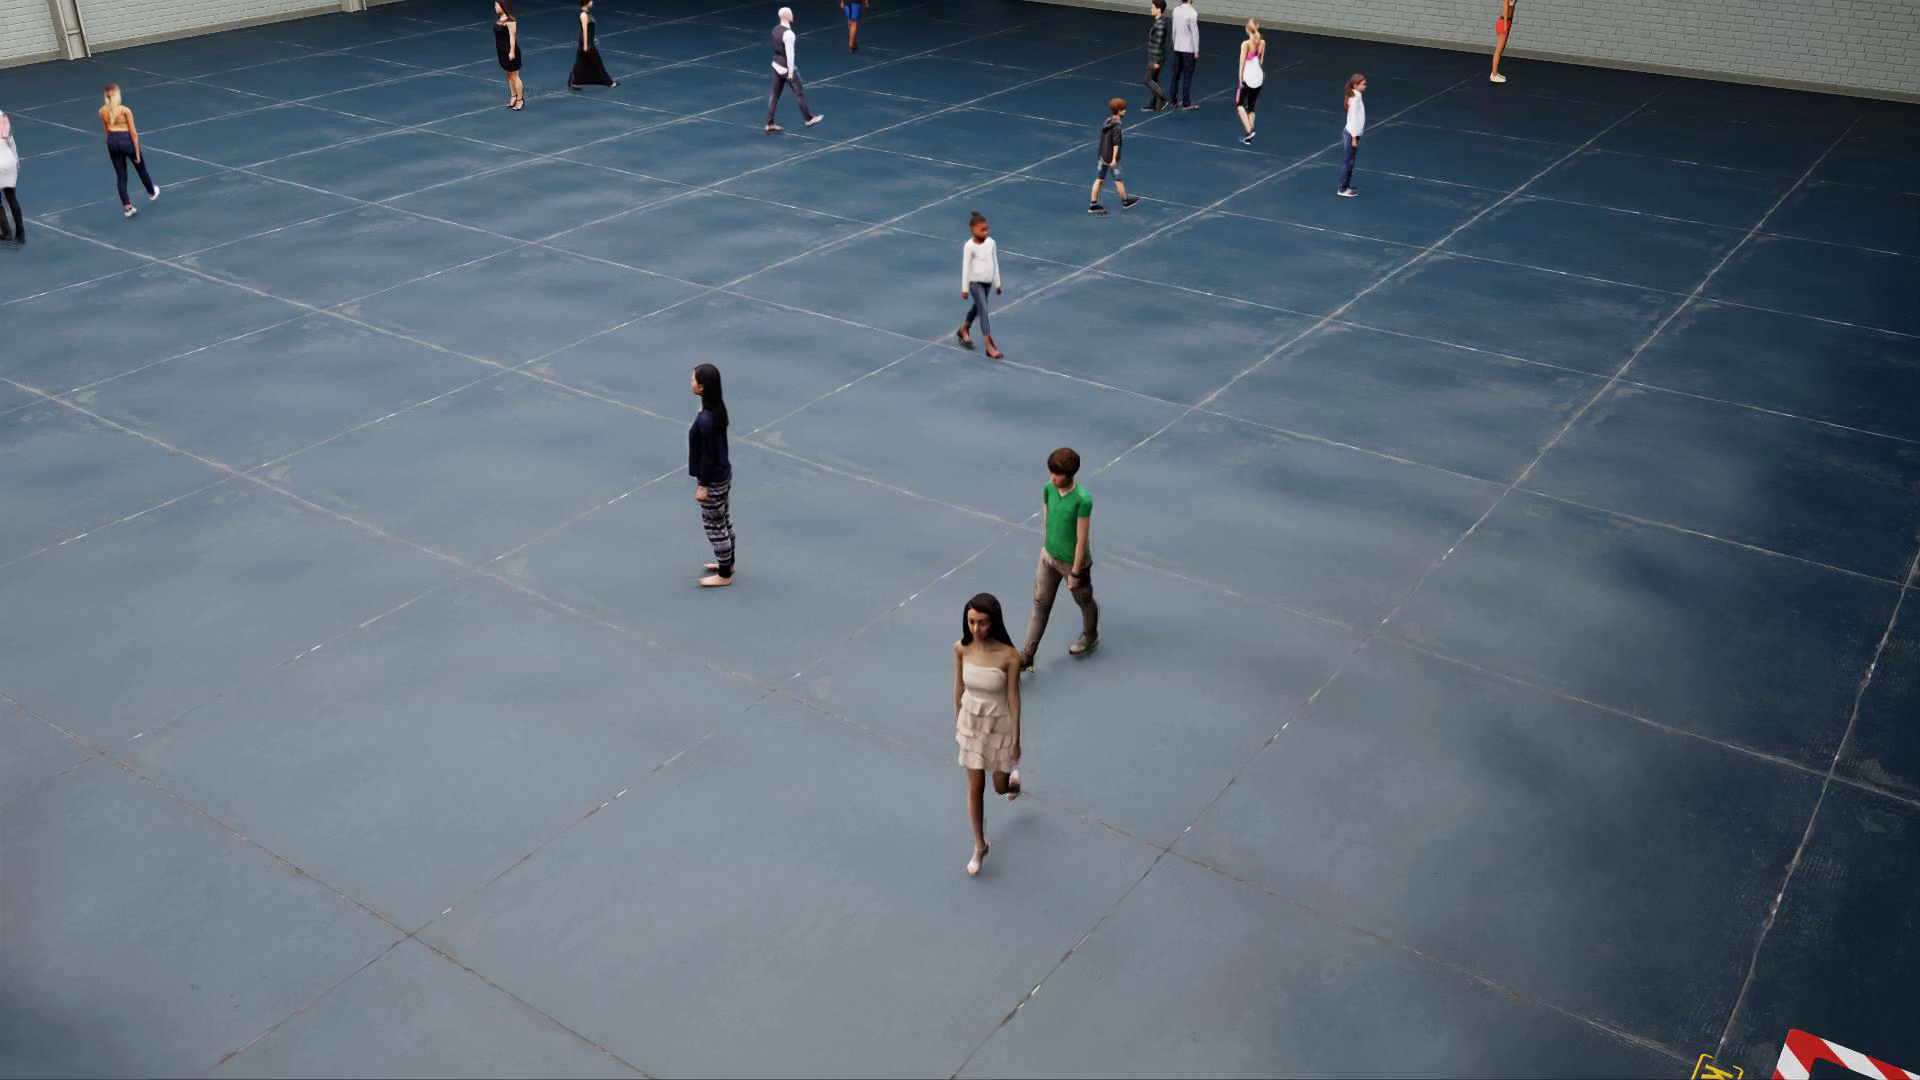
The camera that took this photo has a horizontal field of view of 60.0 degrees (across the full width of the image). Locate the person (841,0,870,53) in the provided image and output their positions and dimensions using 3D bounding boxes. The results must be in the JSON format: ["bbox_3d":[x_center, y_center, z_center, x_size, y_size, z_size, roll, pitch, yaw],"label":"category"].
[{"bbox_3d":[-1.974,-9.754,30.138,0.722,1.775,0.892,12,29,21],"label":"person"}]

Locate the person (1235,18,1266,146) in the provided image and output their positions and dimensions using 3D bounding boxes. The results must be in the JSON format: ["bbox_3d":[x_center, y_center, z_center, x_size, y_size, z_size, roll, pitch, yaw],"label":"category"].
[{"bbox_3d":[4.244,-6.572,23.961,0.743,1.773,0.813,-12,30,-23],"label":"person"}]

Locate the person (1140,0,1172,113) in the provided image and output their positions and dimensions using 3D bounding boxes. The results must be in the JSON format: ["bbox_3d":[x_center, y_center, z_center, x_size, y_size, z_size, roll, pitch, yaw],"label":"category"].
[{"bbox_3d":[3.059,-7.401,25.454,0.863,1.704,0.817,4,28,8],"label":"person"}]

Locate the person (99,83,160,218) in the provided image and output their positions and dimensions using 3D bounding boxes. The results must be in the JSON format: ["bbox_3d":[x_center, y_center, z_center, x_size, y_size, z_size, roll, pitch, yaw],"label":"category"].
[{"bbox_3d":[-10.506,-4.848,20.817,1.022,1.586,1.127,-3,27,-5],"label":"person"}]

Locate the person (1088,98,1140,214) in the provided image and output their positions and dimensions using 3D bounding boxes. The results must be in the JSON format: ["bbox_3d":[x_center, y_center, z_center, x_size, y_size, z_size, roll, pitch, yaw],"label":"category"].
[{"bbox_3d":[1.830,-4.802,20.919,0.998,1.411,0.794,-13,30,-24],"label":"person"}]

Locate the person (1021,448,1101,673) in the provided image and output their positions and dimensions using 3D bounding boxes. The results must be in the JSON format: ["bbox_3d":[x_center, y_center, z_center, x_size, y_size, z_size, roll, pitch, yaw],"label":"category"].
[{"bbox_3d":[0.774,0.107,11.168,0.694,1.610,1.150,23,35,37],"label":"person"}]

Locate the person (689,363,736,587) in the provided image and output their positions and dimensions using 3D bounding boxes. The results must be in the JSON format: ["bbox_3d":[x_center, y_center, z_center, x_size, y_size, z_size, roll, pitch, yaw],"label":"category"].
[{"bbox_3d":[-1.802,-0.486,12.184,0.743,1.735,0.626,2,27,5],"label":"person"}]

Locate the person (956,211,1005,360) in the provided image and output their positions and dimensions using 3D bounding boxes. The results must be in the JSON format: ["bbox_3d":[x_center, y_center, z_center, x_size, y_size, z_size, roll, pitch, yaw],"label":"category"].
[{"bbox_3d":[0.160,-2.558,16.549,0.962,1.422,0.763,-21,34,-34],"label":"person"}]

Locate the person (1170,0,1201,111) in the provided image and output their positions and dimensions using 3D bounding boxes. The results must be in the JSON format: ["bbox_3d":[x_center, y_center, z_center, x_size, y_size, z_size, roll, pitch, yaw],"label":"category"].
[{"bbox_3d":[3.526,-7.717,26.098,0.679,1.853,0.738,-20,34,-34],"label":"person"}]

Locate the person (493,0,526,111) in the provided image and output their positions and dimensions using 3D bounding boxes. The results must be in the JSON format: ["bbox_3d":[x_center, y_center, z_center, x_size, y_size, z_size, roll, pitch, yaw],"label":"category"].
[{"bbox_3d":[-7.055,-7.627,26.071,0.733,1.718,0.734,-16,31,-28],"label":"person"}]

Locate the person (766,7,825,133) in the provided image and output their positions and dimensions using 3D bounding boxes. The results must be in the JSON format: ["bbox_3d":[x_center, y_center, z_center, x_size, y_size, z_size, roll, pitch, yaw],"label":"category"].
[{"bbox_3d":[-2.661,-6.914,24.629,1.287,1.770,0.931,-21,34,-34],"label":"person"}]

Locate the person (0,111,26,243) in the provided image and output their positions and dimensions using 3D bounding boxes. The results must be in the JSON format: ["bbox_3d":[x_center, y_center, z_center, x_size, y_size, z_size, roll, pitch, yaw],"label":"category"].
[{"bbox_3d":[-11.390,-4.392,19.753,0.727,1.750,0.611,13,30,24],"label":"person"}]

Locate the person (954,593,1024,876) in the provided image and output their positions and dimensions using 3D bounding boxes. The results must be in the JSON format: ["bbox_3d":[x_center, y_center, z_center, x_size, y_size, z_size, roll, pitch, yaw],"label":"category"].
[{"bbox_3d":[0.203,1.038,9.245,0.704,1.716,0.951,11,29,20],"label":"person"}]

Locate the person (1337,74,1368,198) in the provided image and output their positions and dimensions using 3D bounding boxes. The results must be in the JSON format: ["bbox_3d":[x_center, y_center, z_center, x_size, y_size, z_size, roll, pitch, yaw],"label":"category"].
[{"bbox_3d":[5.120,-5.305,21.736,0.660,1.558,0.562,6,28,12],"label":"person"}]

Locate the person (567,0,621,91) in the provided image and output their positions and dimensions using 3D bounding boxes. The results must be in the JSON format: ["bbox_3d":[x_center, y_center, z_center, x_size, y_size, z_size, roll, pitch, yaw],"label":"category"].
[{"bbox_3d":[-6.172,-8.075,27.127,1.135,1.547,0.981,-9,28,-16],"label":"person"}]

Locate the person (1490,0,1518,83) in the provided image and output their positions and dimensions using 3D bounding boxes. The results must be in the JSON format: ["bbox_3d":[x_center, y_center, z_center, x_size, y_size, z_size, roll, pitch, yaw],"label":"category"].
[{"bbox_3d":[9.154,-8.651,27.978,0.700,1.791,0.575,10,29,18],"label":"person"}]
